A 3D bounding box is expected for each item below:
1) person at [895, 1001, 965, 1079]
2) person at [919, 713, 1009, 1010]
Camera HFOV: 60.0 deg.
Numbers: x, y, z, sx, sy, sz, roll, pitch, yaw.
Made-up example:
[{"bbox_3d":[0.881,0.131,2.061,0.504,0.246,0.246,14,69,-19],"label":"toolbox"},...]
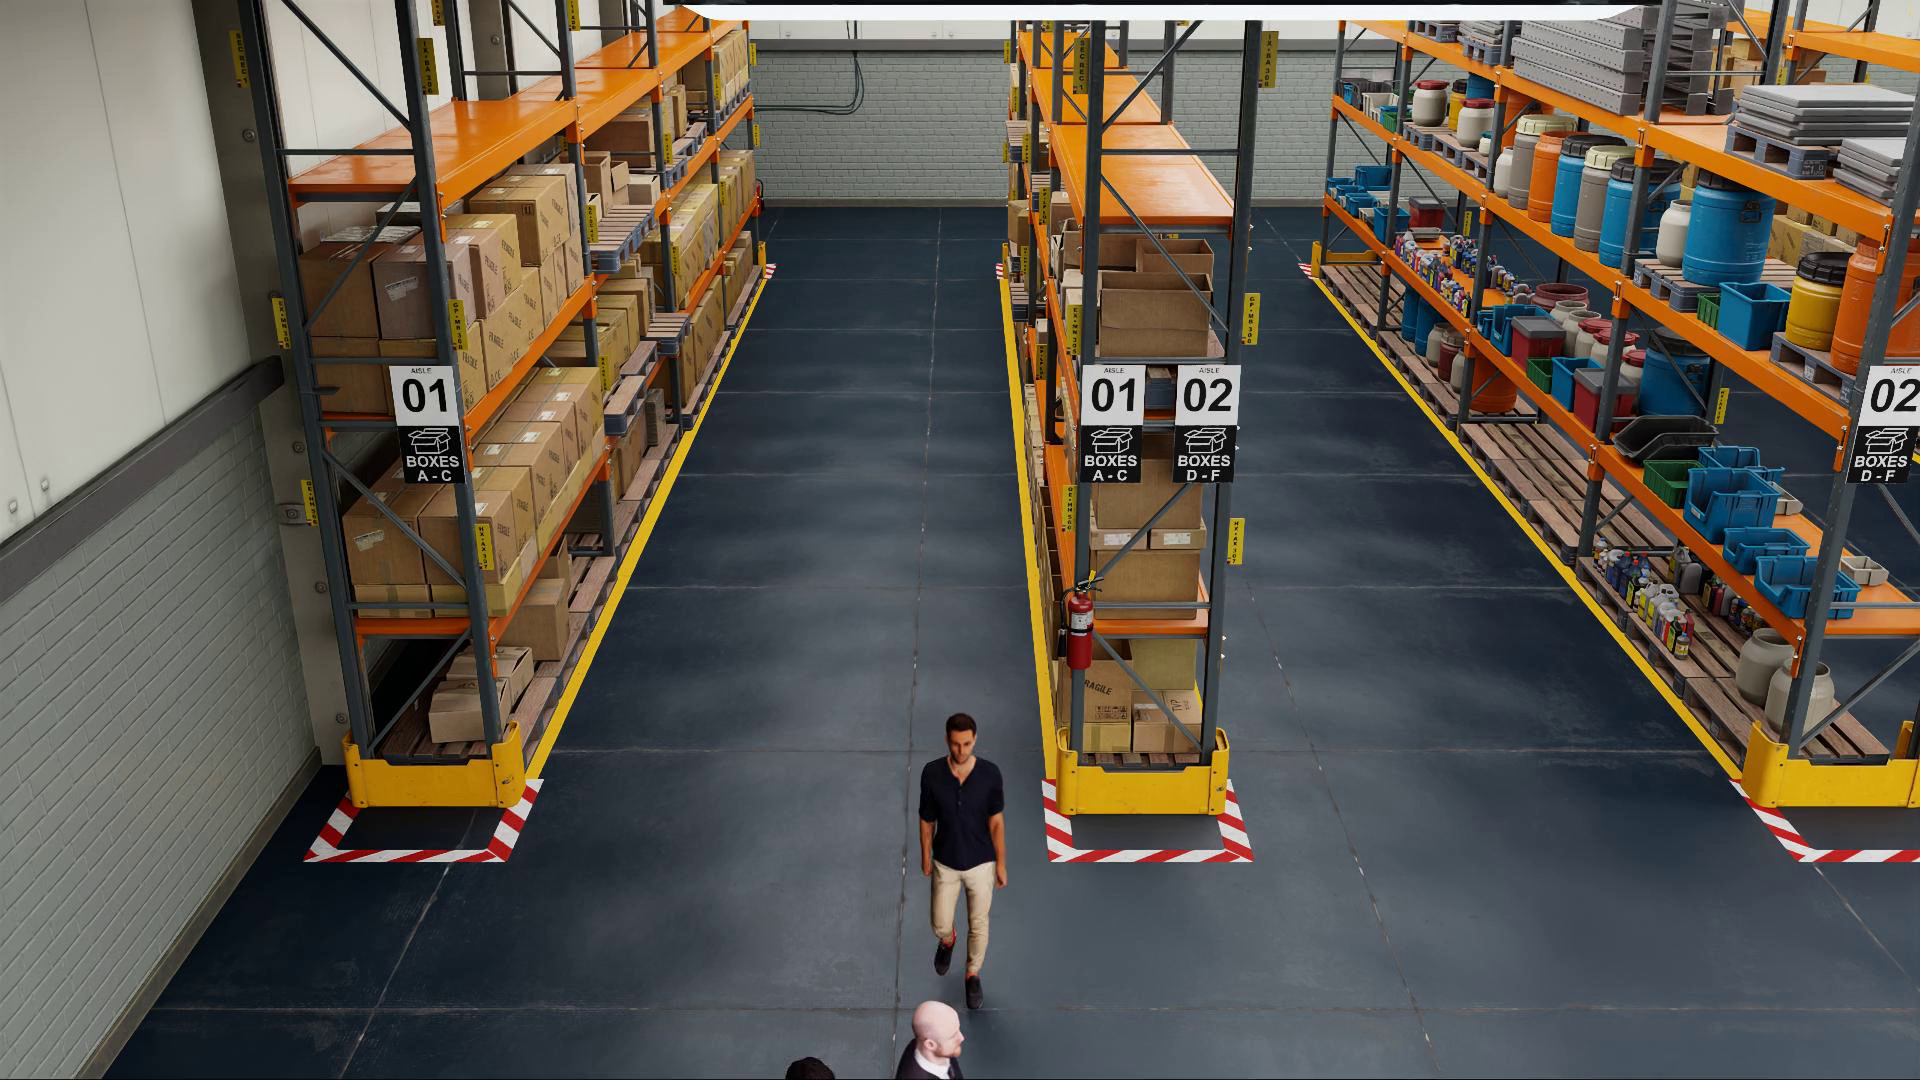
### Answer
[{"bbox_3d":[-0.140,2.723,7.129,0.761,1.821,0.553,2,22,4],"label":"person"},{"bbox_3d":[0.020,1.767,9.437,0.641,1.845,0.694,0,22,-1],"label":"person"}]
